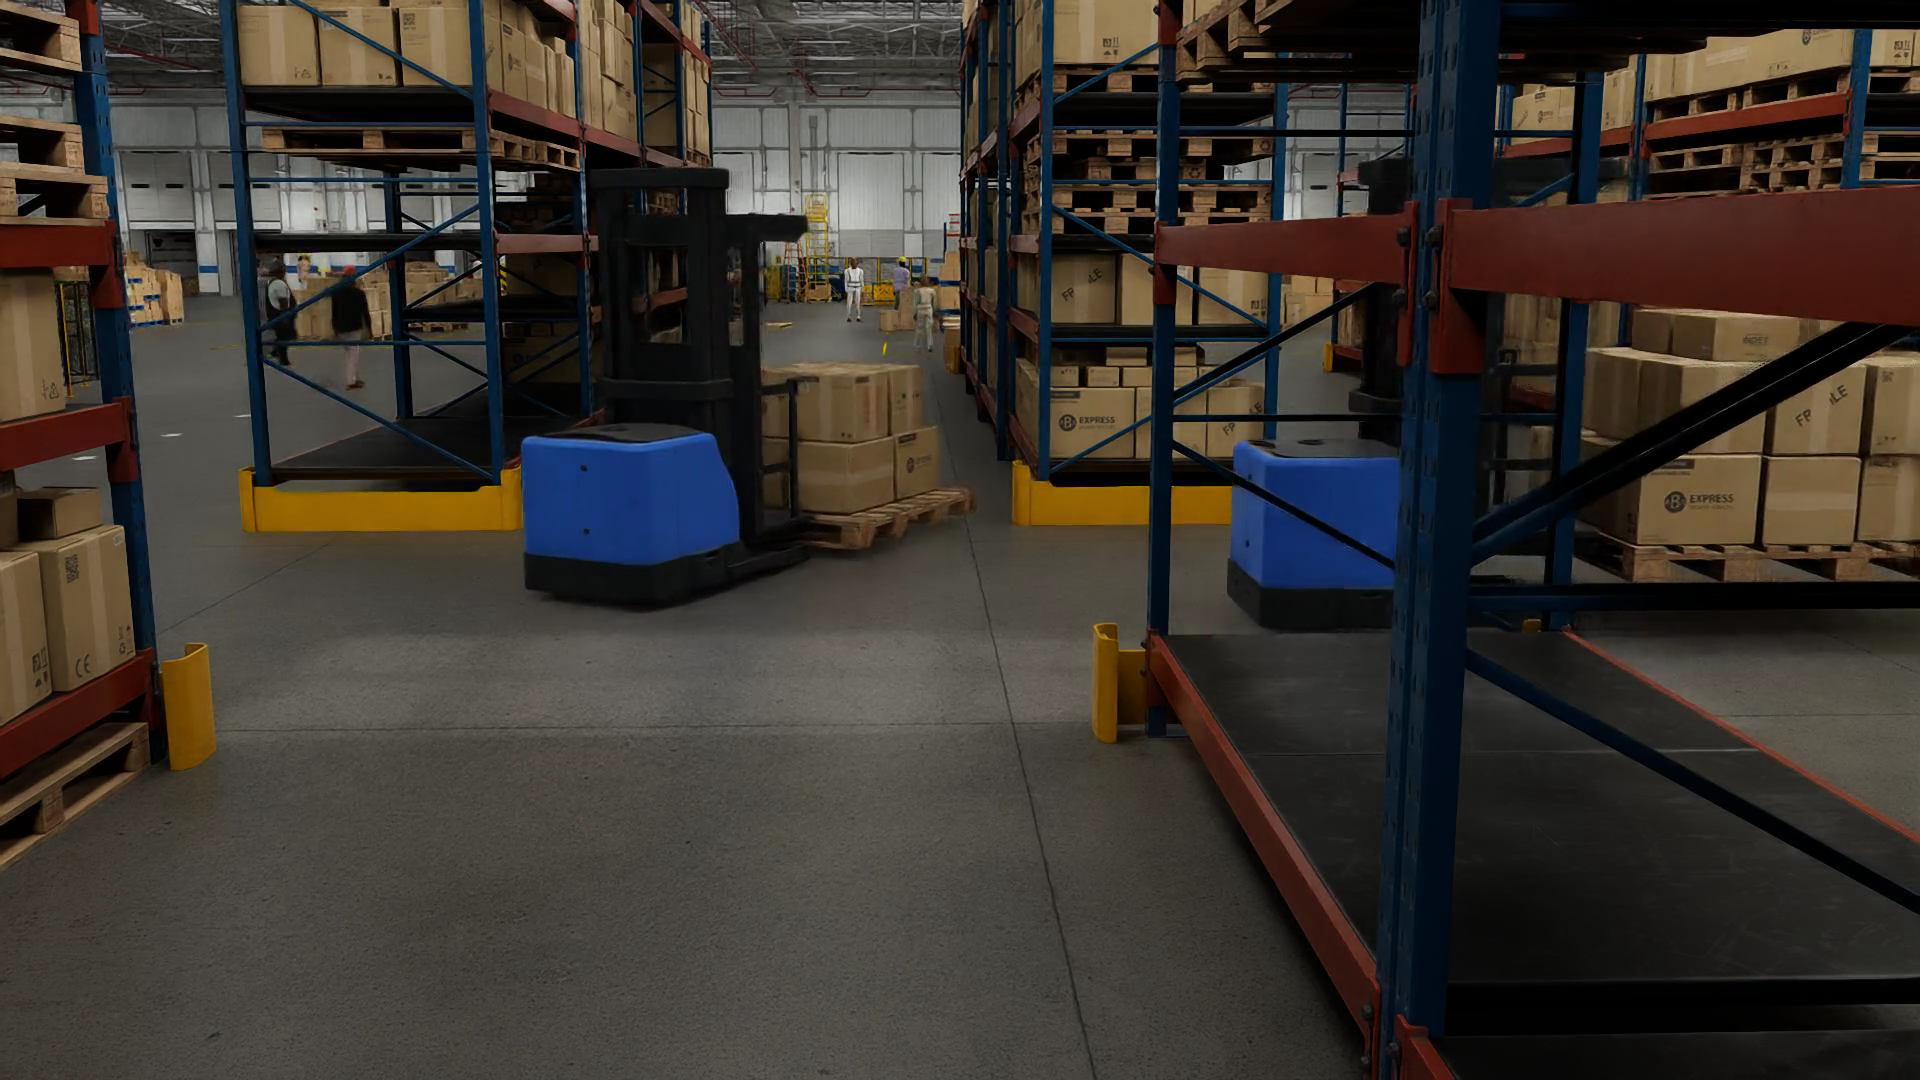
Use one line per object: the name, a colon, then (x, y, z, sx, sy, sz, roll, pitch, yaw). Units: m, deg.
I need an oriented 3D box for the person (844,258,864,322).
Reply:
person: (-3.087, -7.283, 48.504, 0.574, 1.876, 0.355, -4, 11, -20)

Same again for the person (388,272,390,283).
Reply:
person: (-18.720, -8.399, 55.235, 0.534, 1.694, 0.321, -9, 14, -41)

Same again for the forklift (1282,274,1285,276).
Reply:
forklift: (12.251, -10.249, 62.214, 1.129, 2.768, 1.873, 0, 10, -2)

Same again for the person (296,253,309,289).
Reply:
person: (-26.674, -10.686, 67.499, 1.018, 1.853, 0.608, 10, 14, 43)

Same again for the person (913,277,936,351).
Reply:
person: (-0.761, -4.887, 35.936, 0.538, 1.589, 0.877, -3, 11, -16)

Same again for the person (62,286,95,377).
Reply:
person: (-15.421, -3.635, 28.974, 0.873, 1.586, 0.497, 6, 12, 31)

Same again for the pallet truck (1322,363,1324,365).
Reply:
pallet truck: (7.712, -4.157, 30.737, 1.885, 1.965, 0.823, 3, 11, 16)

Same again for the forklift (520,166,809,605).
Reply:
forklift: (-2.013, -1.105, 11.275, 1.129, 2.768, 1.873, 5, 11, 26)

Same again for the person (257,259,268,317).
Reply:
person: (-21.808, -7.822, 51.603, 0.624, 1.841, 0.430, -2, 10, -10)

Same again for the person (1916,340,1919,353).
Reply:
person: (7.125, -0.698, 12.302, 0.535, 1.700, 0.318, 3, 11, 15)

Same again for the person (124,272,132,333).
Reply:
person: (-21.429, -6.244, 42.592, 0.370, 1.915, 0.597, -5, 11, -27)

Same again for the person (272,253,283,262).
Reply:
person: (-28.115, -10.919, 68.501, 0.502, 1.964, 0.642, -2, 10, -9)

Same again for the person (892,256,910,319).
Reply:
person: (-1.706, -7.304, 48.510, 0.581, 1.919, 0.402, 6, 12, 29)

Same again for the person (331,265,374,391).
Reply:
person: (-9.587, -3.366, 26.418, 0.638, 1.966, 0.774, 4, 11, 19)

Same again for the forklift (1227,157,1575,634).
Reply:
forklift: (2.681, -0.898, 10.123, 1.873, 2.768, 1.129, -1, 10, -3)

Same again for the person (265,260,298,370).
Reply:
person: (-12.328, -4.082, 30.200, 0.587, 2.000, 0.705, -9, 13, -40)

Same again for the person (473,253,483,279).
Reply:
person: (-16.737, -9.017, 57.974, 0.354, 1.937, 0.635, -10, 14, -43)
